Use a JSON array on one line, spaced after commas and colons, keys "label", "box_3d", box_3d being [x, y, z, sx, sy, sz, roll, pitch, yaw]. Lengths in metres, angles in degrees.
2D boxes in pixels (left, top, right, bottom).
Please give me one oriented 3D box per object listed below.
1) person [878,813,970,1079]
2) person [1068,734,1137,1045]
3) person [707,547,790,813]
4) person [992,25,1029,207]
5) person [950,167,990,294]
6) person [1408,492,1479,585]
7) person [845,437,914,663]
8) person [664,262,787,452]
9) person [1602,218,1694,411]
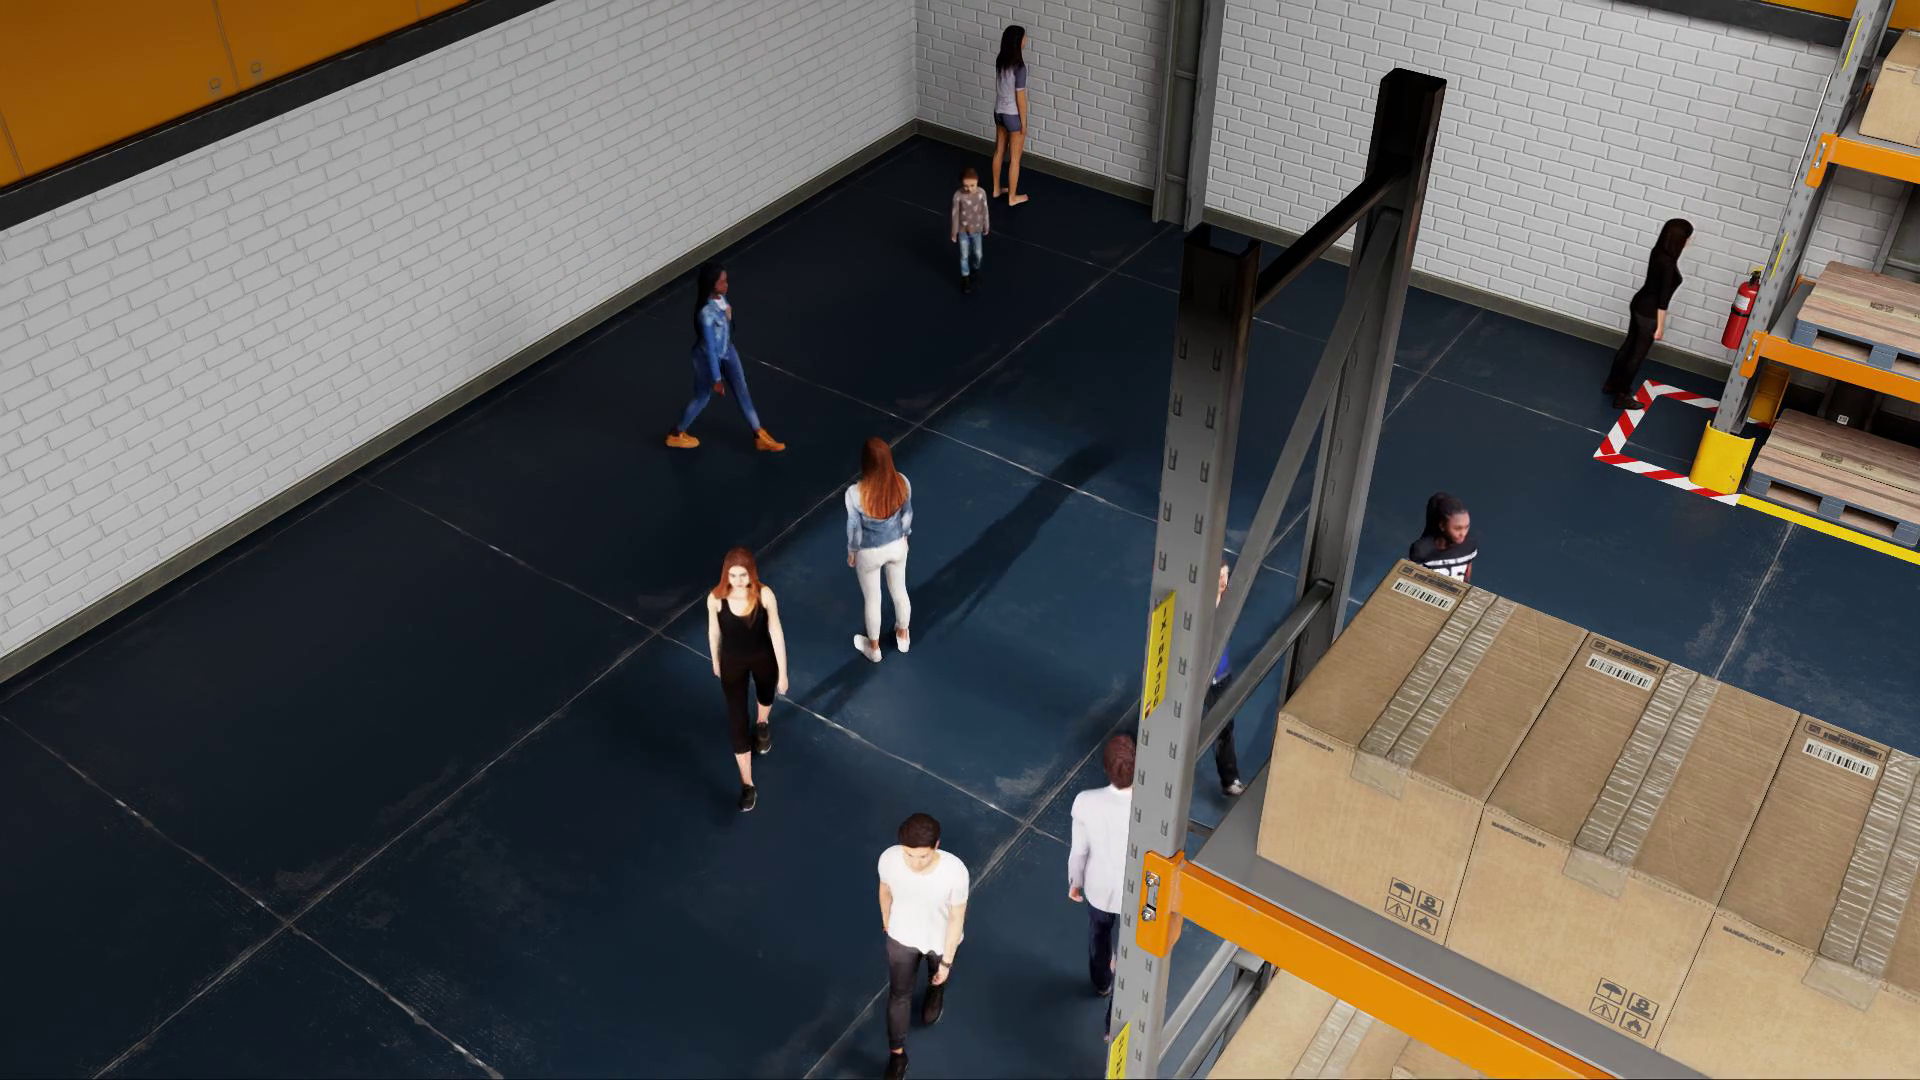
[{"label": "person", "box_3d": [-0.147, 1.879, 8.328, 1.038, 1.688, 0.948, 6, 39, 8]}, {"label": "person", "box_3d": [0.791, 1.797, 8.325, 1.025, 1.821, 0.932, 16, 41, 19]}, {"label": "person", "box_3d": [-1.232, 0.672, 9.839, 1.094, 1.689, 1.104, -3, 39, -4]}, {"label": "person", "box_3d": [0.471, -4.001, 15.654, 0.699, 1.735, 0.551, -25, 45, -28]}, {"label": "person", "box_3d": [0.066, -2.745, 14.527, 0.584, 1.178, 0.646, -6, 39, -7]}, {"label": "person", "box_3d": [2.804, 0.402, 10.161, 0.982, 1.709, 1.127, -13, 40, -15]}, {"label": "person", "box_3d": [-0.499, 0.066, 10.587, 0.685, 1.703, 0.683, -17, 42, -20]}, {"label": "person", "box_3d": [-1.918, -1.306, 12.345, 1.291, 1.654, 1.069, 1, 39, 1]}, {"label": "person", "box_3d": [5.338, -1.766, 12.931, 0.668, 1.640, 0.645, 1, 39, 1]}]
